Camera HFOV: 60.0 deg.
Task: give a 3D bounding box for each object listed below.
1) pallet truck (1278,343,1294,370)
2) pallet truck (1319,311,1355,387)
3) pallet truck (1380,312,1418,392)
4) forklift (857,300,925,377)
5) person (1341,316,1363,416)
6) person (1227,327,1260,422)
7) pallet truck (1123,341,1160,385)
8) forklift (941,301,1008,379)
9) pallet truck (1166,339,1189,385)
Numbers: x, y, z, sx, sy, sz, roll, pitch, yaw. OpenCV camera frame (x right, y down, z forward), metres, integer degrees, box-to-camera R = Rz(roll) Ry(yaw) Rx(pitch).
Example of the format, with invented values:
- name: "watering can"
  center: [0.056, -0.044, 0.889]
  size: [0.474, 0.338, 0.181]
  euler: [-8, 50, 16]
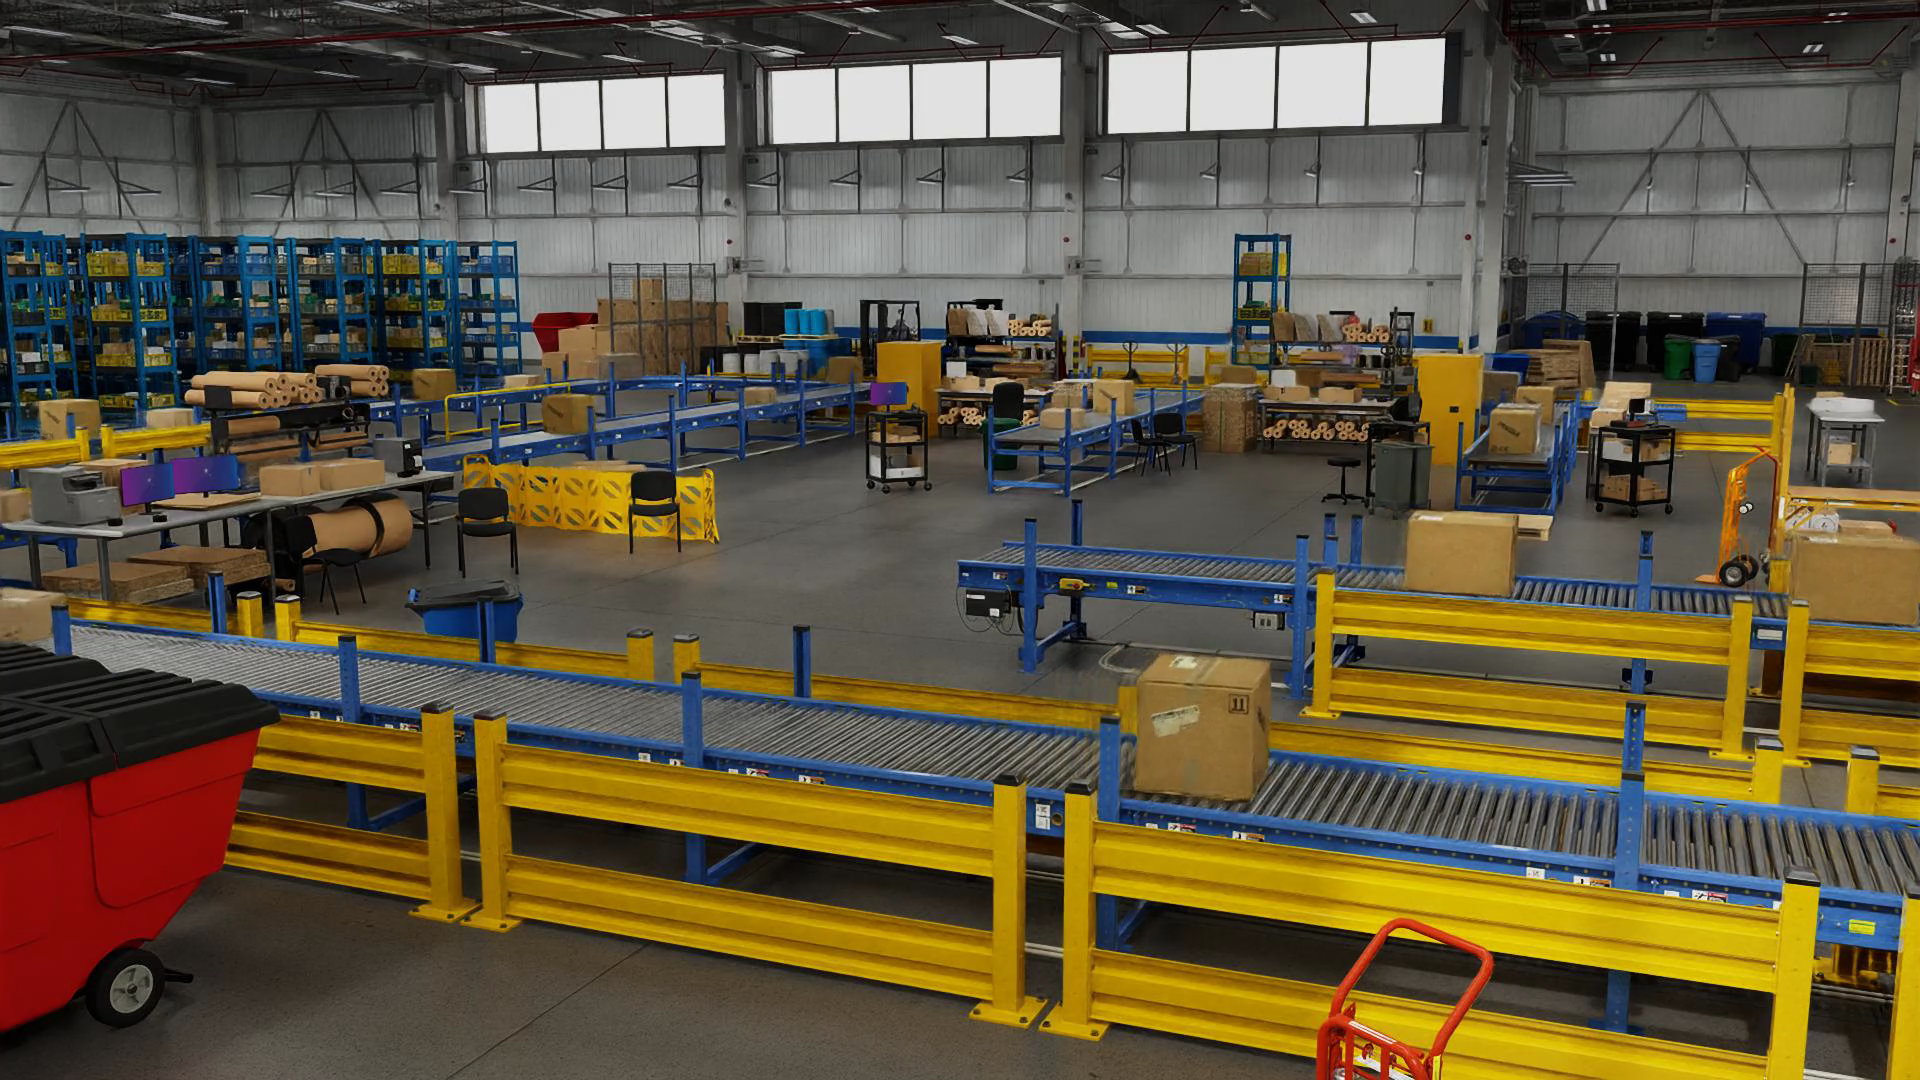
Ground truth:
- name: "pallet truck"
  center: [7.886, -4.163, 39.743]
  size: [0.653, 1.274, 1.630]
  euler: [4, 10, 22]
- name: "pallet truck"
  center: [9.071, -4.419, 39.190]
  size: [0.823, 1.965, 1.885]
  euler: [5, 10, 26]
- name: "pallet truck"
  center: [10.207, -4.283, 38.369]
  size: [0.823, 1.965, 1.885]
  euler: [3, 10, 20]
- name: "forklift"
  center: [-1.732, -5.109, 42.468]
  size: [1.157, 1.987, 2.680]
  euler: [4, 10, 22]
- name: "person"
  center: [7.811, -3.472, 33.377]
  size: [0.739, 2.029, 0.626]
  euler: [-3, 10, -17]
- name: "person"
  center: [5.411, -3.156, 31.966]
  size: [0.980, 1.859, 0.667]
  euler: [3, 10, 16]
- name: "pallet truck"
  center: [4.445, -4.380, 41.279]
  size: [0.680, 1.201, 1.601]
  euler: [4, 10, 22]
- name: "forklift"
  center: [0.365, -4.966, 41.571]
  size: [1.157, 1.987, 2.680]
  euler: [3, 10, 20]
- name: "pallet truck"
  center: [5.418, -4.269, 40.420]
  size: [0.704, 1.261, 1.522]
  euler: [3, 10, 20]
